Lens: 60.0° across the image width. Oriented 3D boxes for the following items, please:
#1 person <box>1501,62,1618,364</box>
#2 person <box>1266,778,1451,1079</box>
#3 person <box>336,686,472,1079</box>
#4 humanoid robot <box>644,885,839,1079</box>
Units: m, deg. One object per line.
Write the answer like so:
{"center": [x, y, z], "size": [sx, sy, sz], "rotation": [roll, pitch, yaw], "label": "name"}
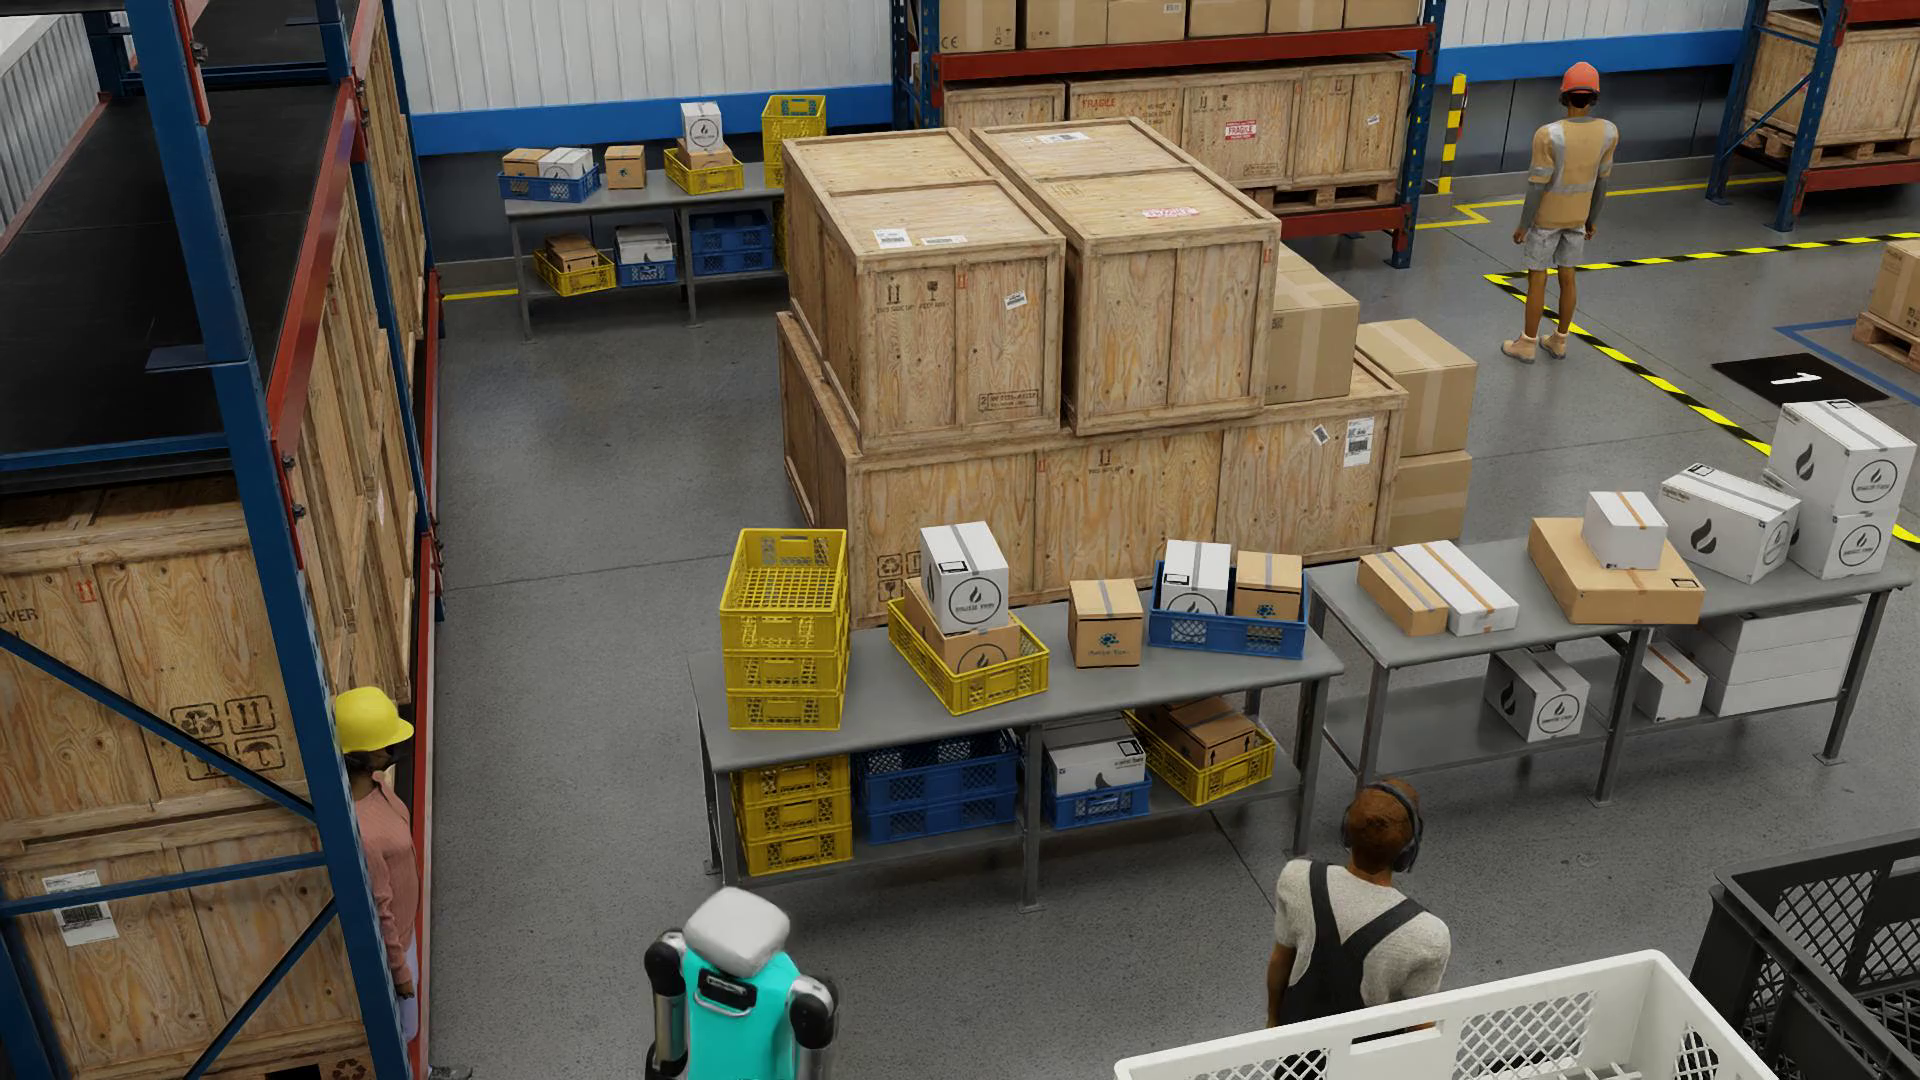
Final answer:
{"center": [4.046, -2.195, 11.265], "size": [0.614, 2.040, 0.372], "rotation": [-8, 30, -13], "label": "person"}
{"center": [1.110, 1.471, 4.827], "size": [0.505, 1.838, 0.337], "rotation": [18, 34, 30], "label": "person"}
{"center": [-1.816, 1.231, 5.340], "size": [0.337, 1.761, 0.522], "rotation": [-9, 30, -16], "label": "person"}
{"center": [-0.696, 1.851, 4.320], "size": [0.551, 1.838, 0.872], "rotation": [11, 31, 20], "label": "humanoid robot"}
